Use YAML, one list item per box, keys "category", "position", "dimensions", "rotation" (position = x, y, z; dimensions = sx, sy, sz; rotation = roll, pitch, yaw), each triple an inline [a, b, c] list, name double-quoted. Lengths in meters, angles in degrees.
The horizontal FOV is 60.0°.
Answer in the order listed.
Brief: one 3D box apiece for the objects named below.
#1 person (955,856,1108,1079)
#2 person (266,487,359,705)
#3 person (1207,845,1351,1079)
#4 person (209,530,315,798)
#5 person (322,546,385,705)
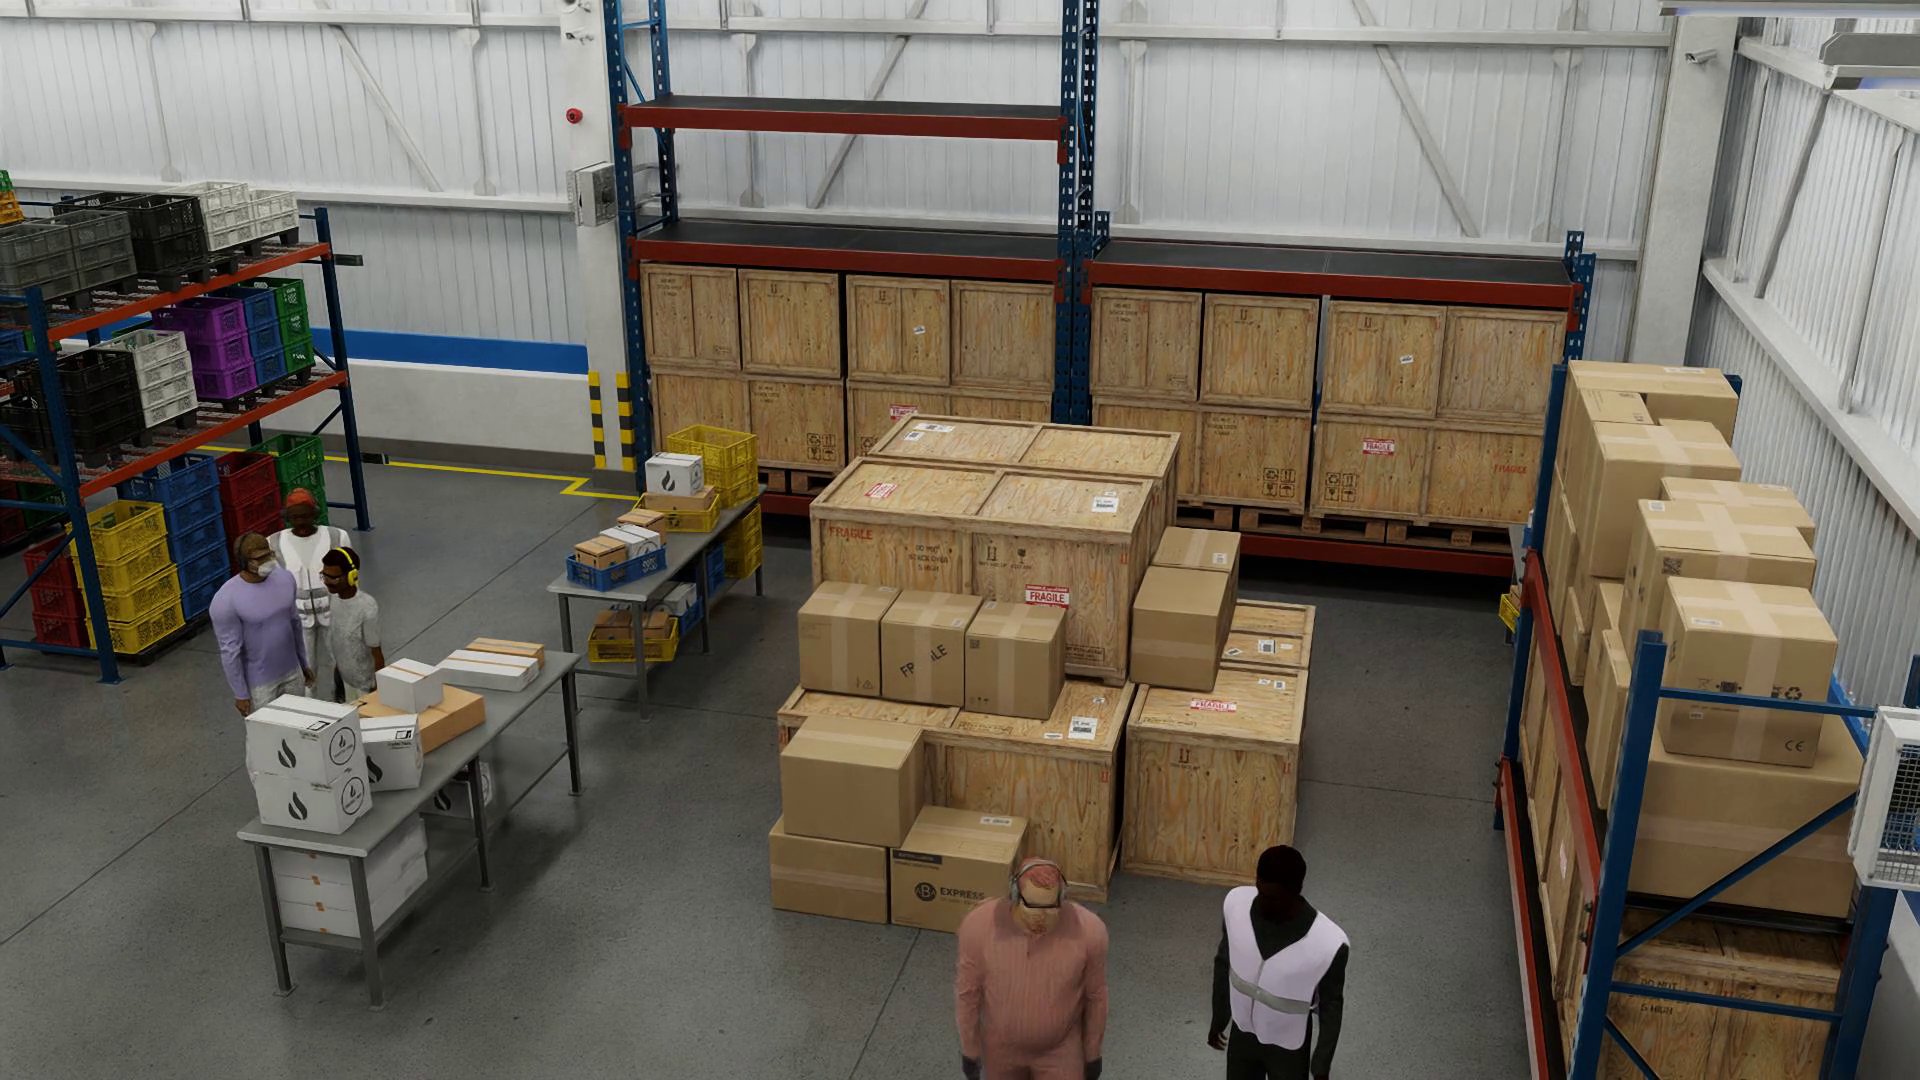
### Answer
- category: "person"
  position: [0.301, 2.164, 7.128]
  dimensions: [0.654, 1.879, 0.626]
  rotation: [3, 21, 8]
- category: "person"
  position: [-4.393, 0.537, 11.381]
  dimensions: [0.575, 1.876, 0.355]
  rotation: [-6, 22, -16]
- category: "person"
  position: [1.348, 2.128, 7.158]
  dimensions: [0.587, 1.913, 0.394]
  rotation: [16, 26, 36]
- category: "person"
  position: [-4.327, 0.857, 10.447]
  dimensions: [0.372, 1.940, 0.632]
  rotation: [8, 22, 21]
- category: "person"
  position: [-3.768, 0.908, 10.428]
  dimensions: [0.514, 1.865, 0.335]
  rotation: [17, 27, 37]
